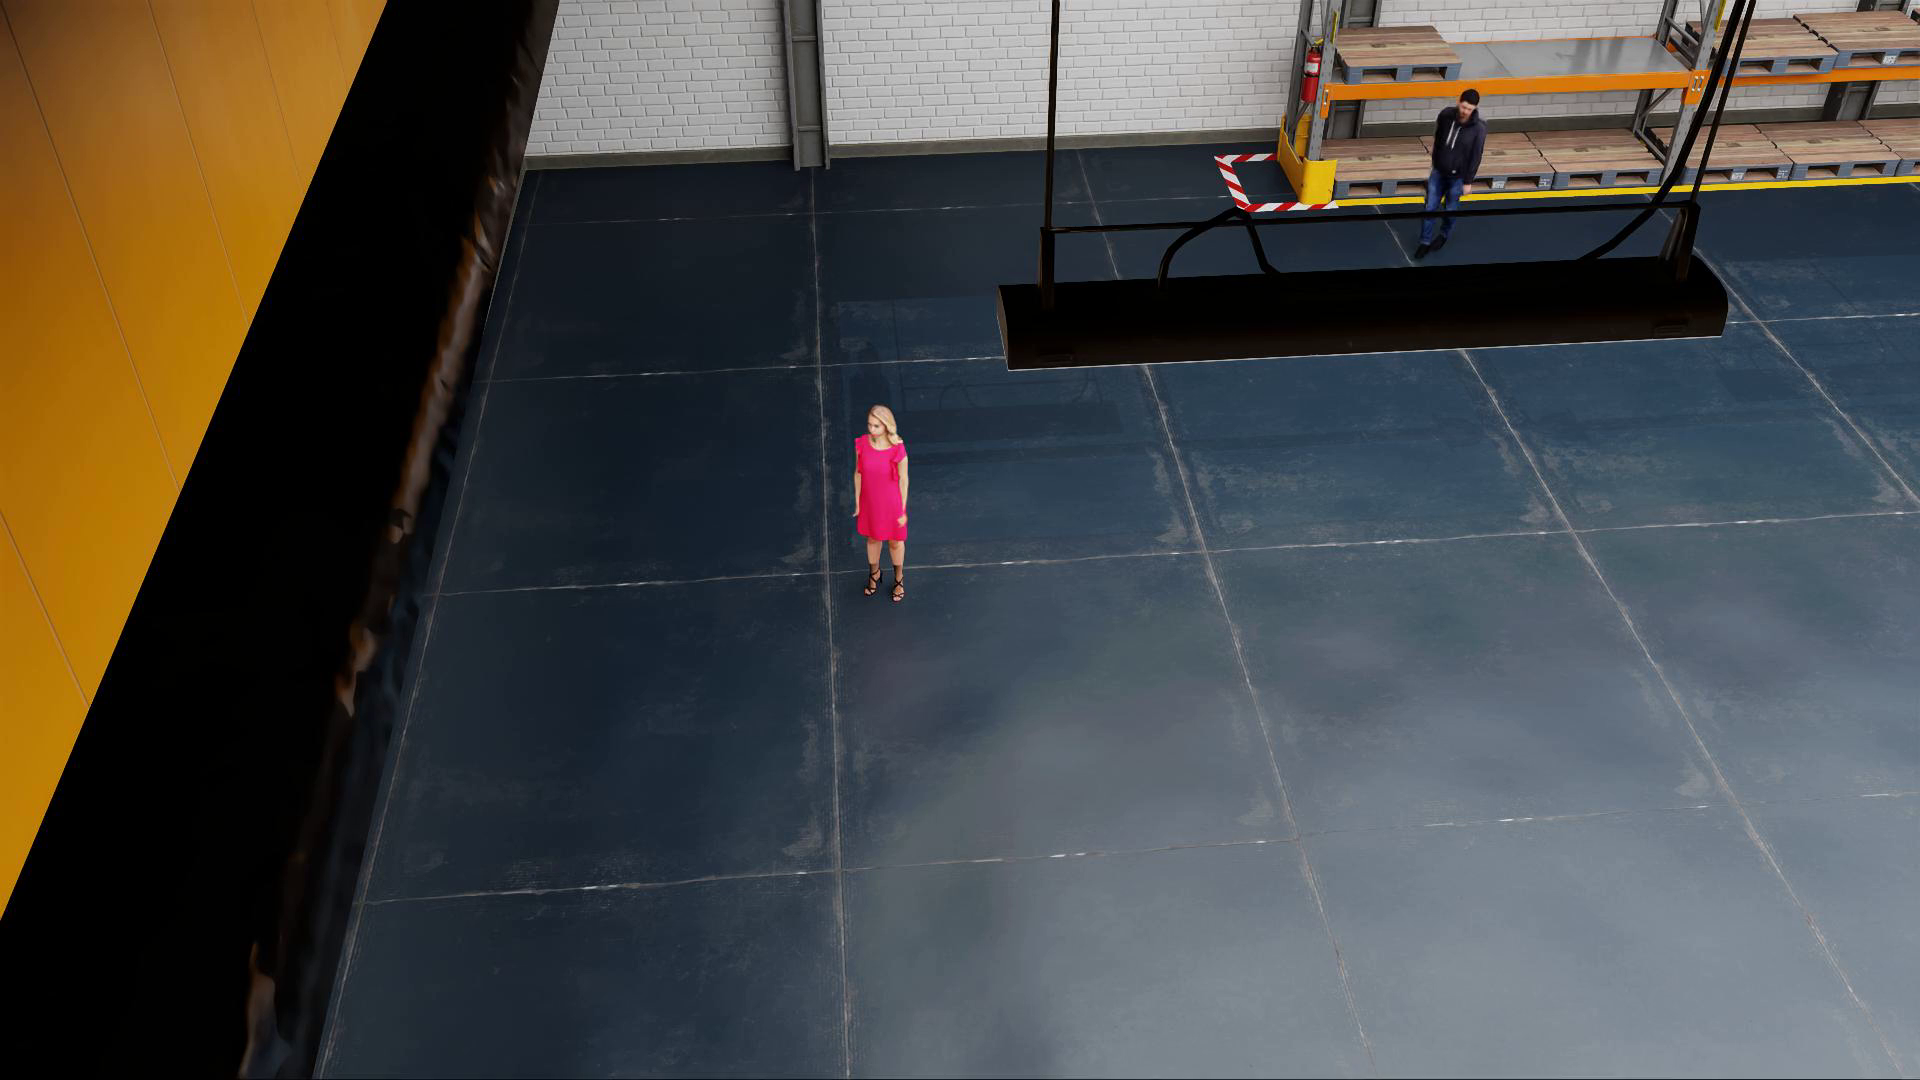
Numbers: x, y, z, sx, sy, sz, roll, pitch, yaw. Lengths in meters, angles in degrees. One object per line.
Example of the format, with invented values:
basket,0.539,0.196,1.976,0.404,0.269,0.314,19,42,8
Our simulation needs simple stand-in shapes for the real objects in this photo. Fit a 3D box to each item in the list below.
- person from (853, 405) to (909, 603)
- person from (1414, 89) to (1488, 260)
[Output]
person,-0.569,-0.280,12.287,0.605,1.728,0.715,13,40,15
person,4.870,-3.662,16.441,0.970,1.829,1.024,32,48,33
